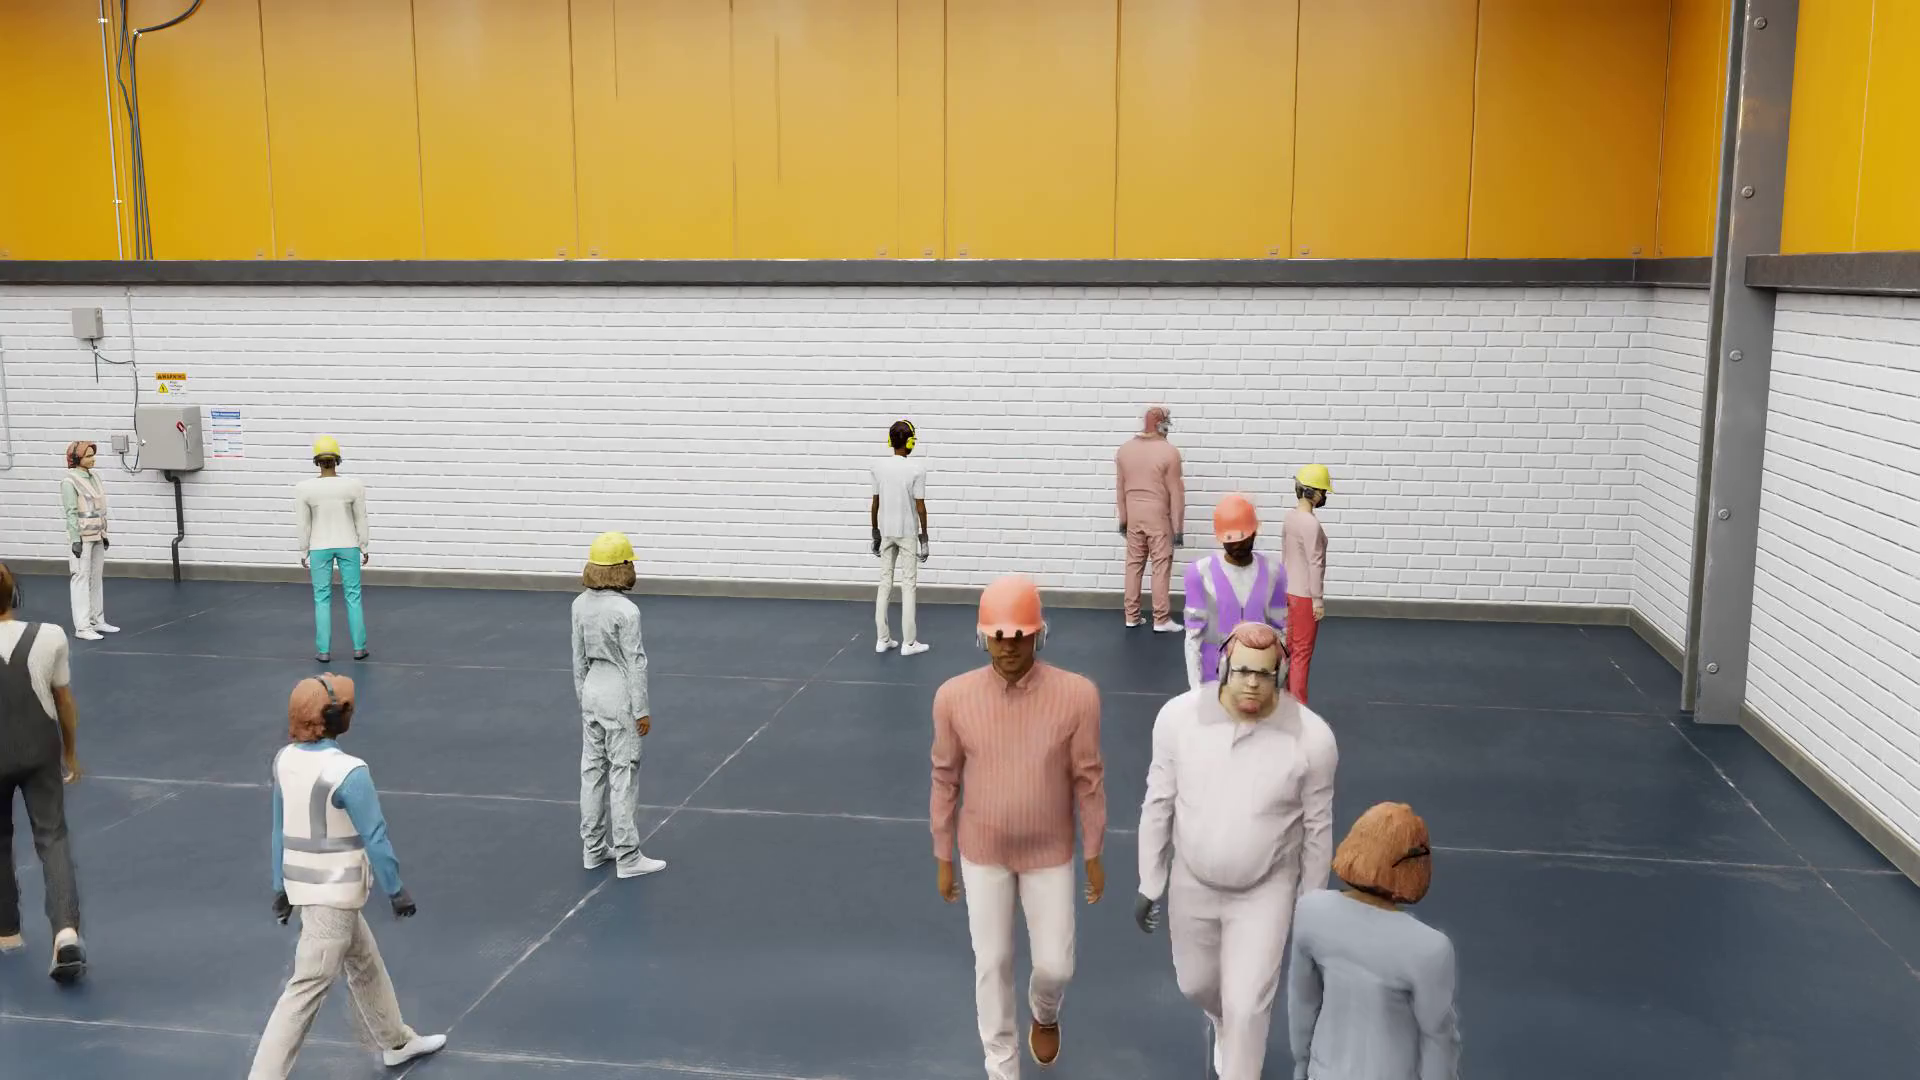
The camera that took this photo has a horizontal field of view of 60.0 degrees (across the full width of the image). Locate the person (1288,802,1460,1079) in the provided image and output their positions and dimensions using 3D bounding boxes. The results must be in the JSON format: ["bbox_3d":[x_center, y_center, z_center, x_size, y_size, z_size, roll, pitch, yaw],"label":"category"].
[{"bbox_3d":[1.109,1.504,4.505,0.298,1.626,0.517,-9,13,-43],"label":"person"}]

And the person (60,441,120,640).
[{"bbox_3d":[-7.208,0.000,13.736,0.306,1.639,0.523,0,9,-2],"label":"person"}]

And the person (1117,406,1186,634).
[{"bbox_3d":[1.623,-0.172,14.014,0.690,1.898,0.401,8,12,41],"label":"person"}]

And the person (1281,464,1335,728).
[{"bbox_3d":[2.306,0.370,11.083,0.327,1.760,0.523,-2,9,-10],"label":"person"}]

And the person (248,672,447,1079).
[{"bbox_3d":[-2.295,1.275,6.015,0.506,1.596,0.878,9,13,43],"label":"person"}]

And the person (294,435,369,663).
[{"bbox_3d":[-4.855,0.071,12.898,0.525,1.772,0.304,-4,10,-21],"label":"person"}]

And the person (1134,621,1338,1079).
[{"bbox_3d":[0.971,1.173,5.788,0.647,1.874,0.852,4,10,22],"label":"person"}]

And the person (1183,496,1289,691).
[{"bbox_3d":[1.420,0.712,8.564,0.549,1.907,0.448,-1,9,-7],"label":"person"}]

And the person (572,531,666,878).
[{"bbox_3d":[-1.730,0.819,8.360,0.492,1.743,0.295,7,12,37],"label":"person"}]

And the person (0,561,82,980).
[{"bbox_3d":[-4.063,0.979,7.171,0.514,1.815,0.867,-7,12,-37],"label":"person"}]

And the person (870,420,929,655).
[{"bbox_3d":[-0.477,-0.017,13.168,0.517,1.861,0.316,4,10,25],"label":"person"}]

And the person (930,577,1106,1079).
[{"bbox_3d":[0.206,1.089,5.961,0.634,1.981,0.565,1,9,6],"label":"person"}]
